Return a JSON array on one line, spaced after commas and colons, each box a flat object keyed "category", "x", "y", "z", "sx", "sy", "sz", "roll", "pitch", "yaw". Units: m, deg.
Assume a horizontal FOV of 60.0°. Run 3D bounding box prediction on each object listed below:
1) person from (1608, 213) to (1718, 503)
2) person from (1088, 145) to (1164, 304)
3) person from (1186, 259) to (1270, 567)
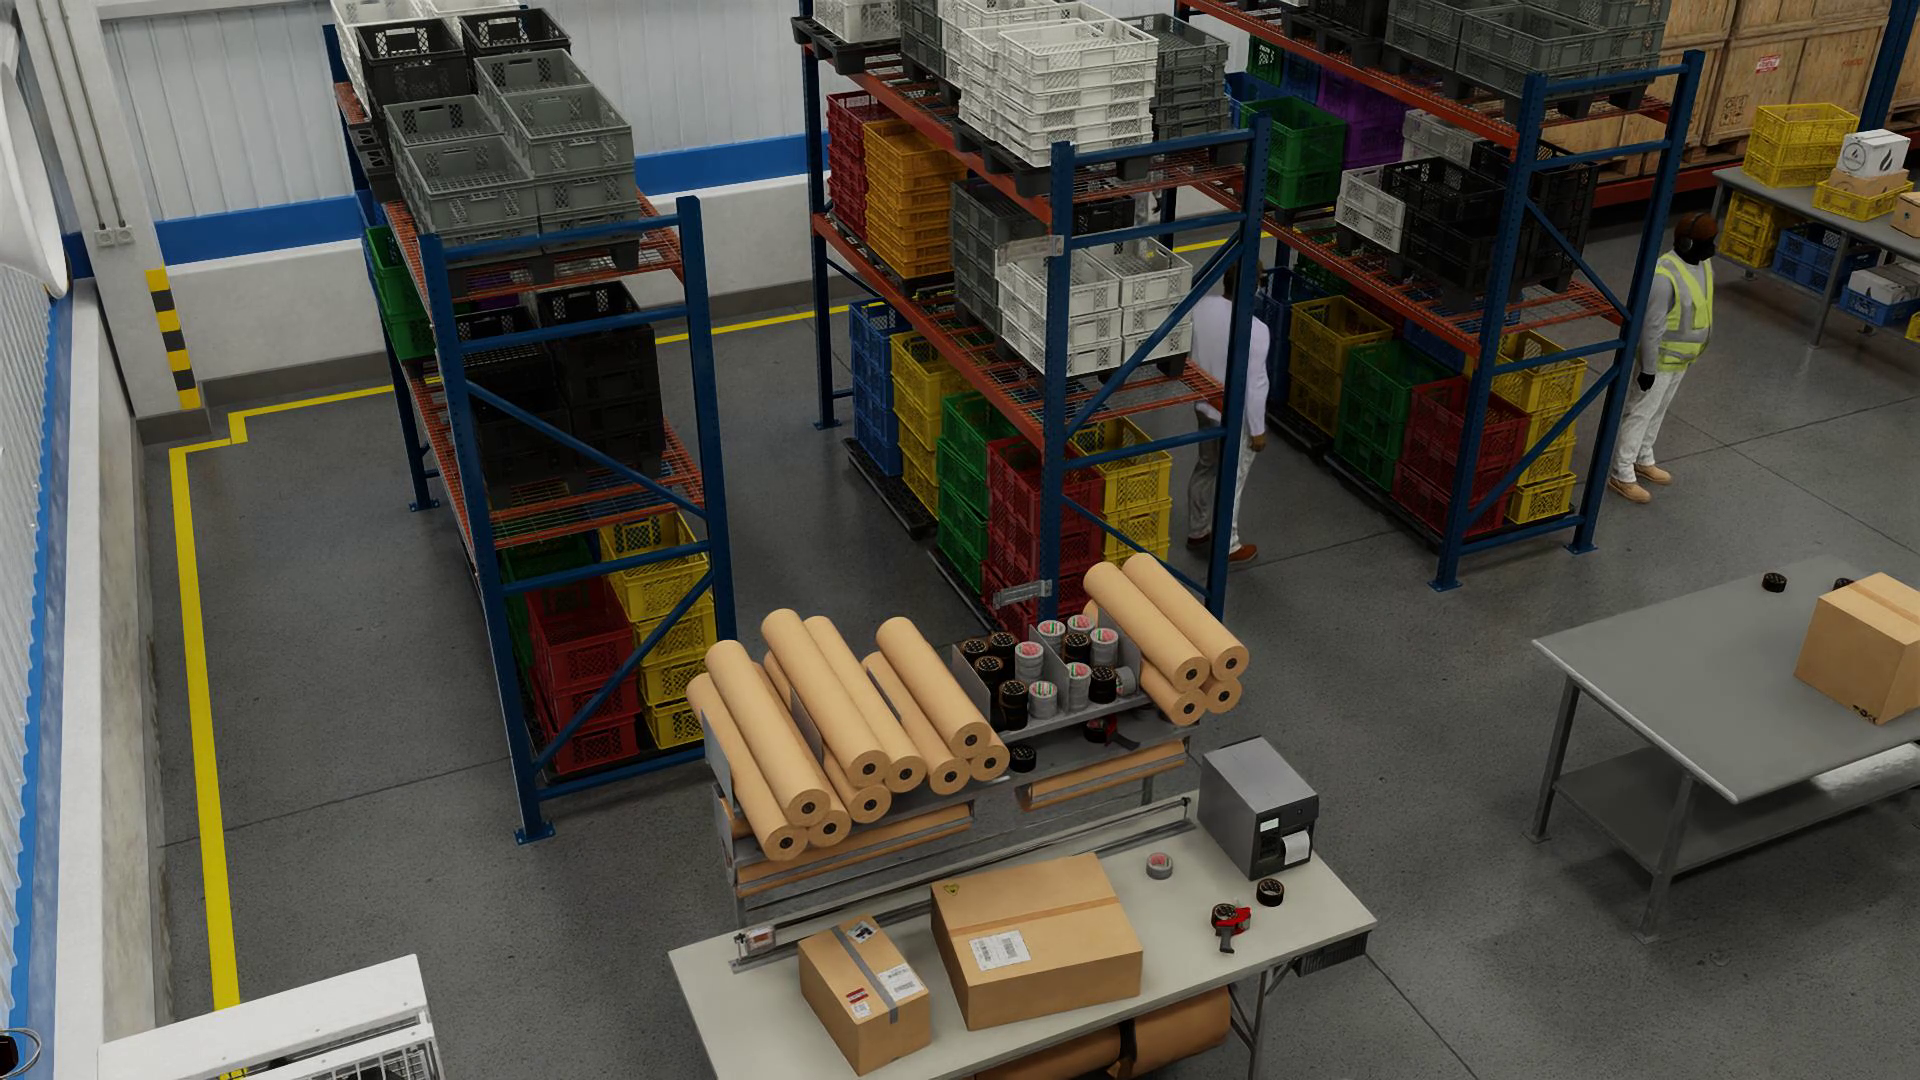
[{"category": "person", "x": 4.383, "y": -1.140, "z": 10.309, "sx": 0.429, "sy": 1.844, "sz": 0.627, "roll": 27, "pitch": 40, "yaw": 36}, {"category": "person", "x": 1.275, "y": -2.691, "z": 12.787, "sx": 0.585, "sy": 1.882, "sz": 0.337, "roll": 4, "pitch": 32, "yaw": 7}, {"category": "person", "x": 1.546, "y": -0.746, "z": 9.592, "sx": 0.400, "sy": 1.930, "sz": 0.626, "roll": -15, "pitch": 35, "yaw": -23}]
